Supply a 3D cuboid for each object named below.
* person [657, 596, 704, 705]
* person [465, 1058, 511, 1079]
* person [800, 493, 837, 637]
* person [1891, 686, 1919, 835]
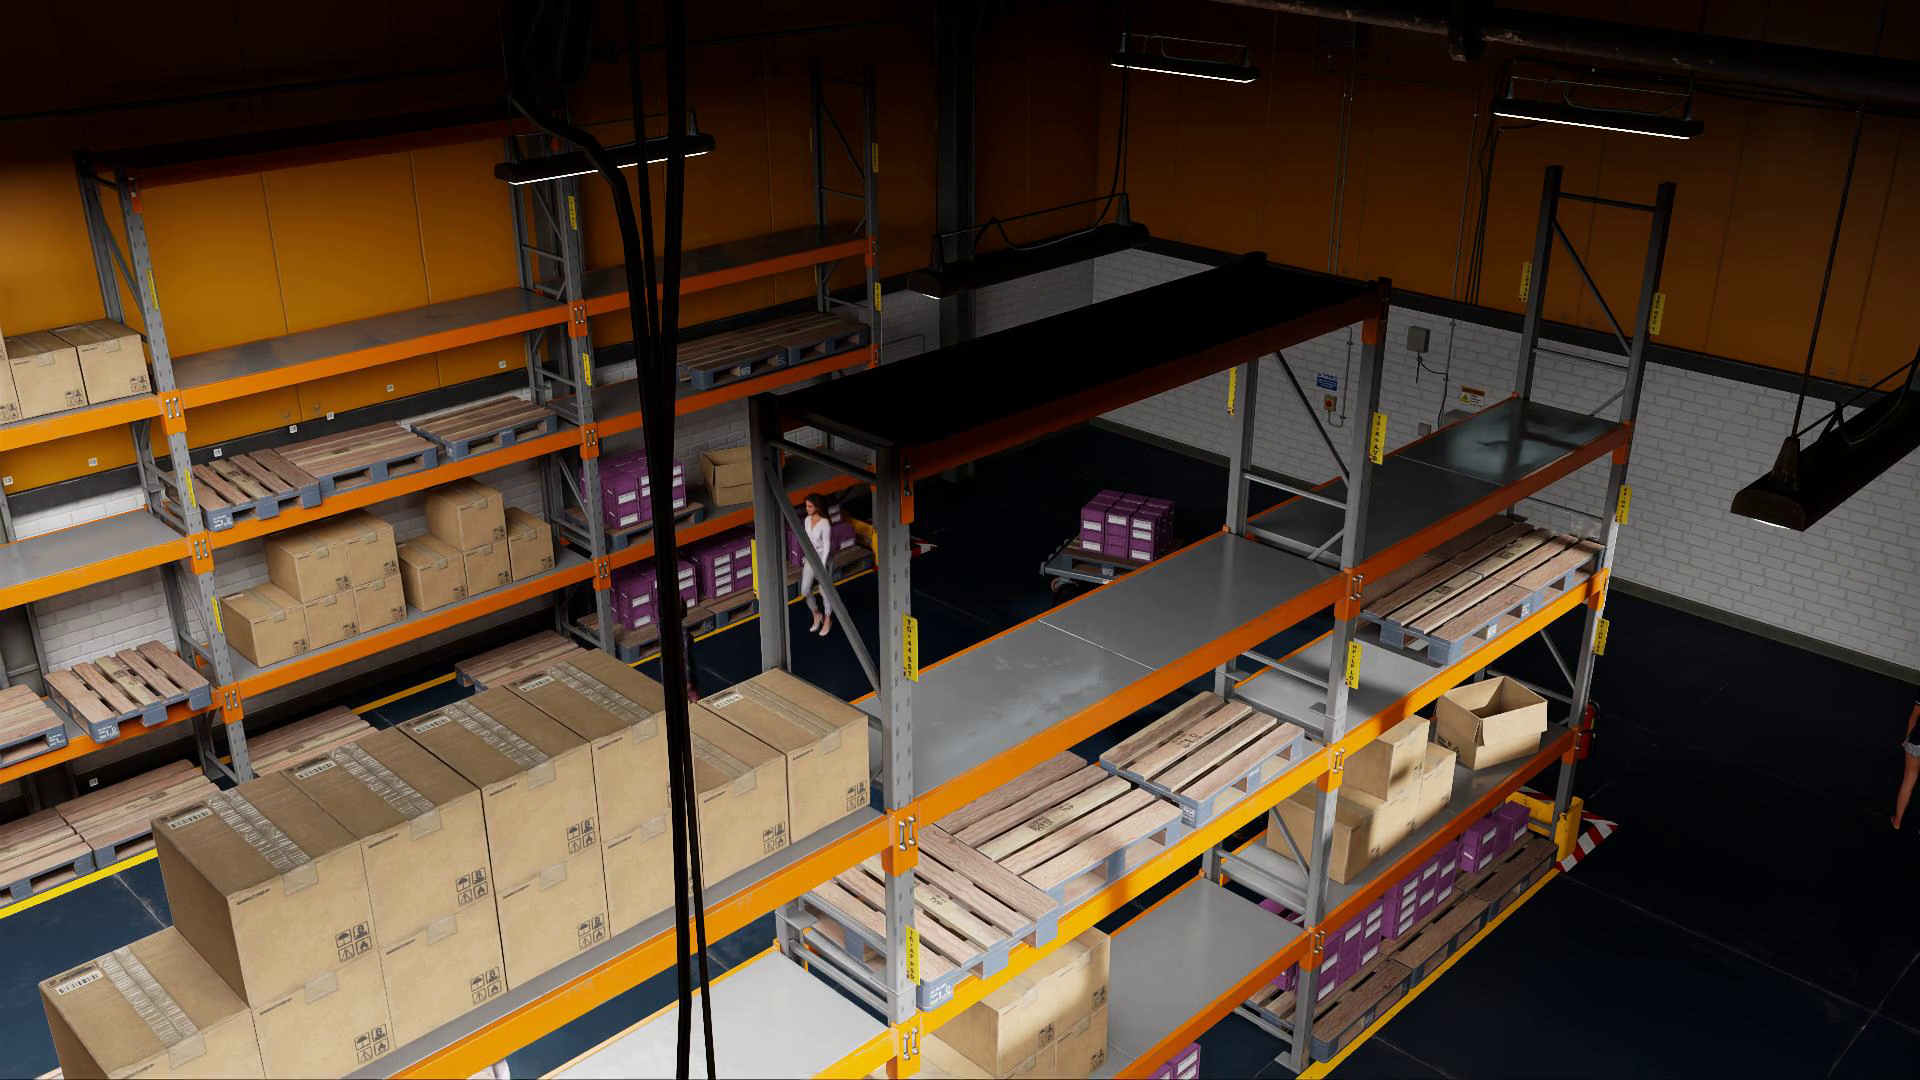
[{"bbox_3d":[-2.815,1.345,16.208,0.729,1.672,0.928,17,29,33],"label":"person"},{"bbox_3d":[-3.169,3.579,10.886,0.753,1.841,0.751,6,24,13],"label":"person"},{"bbox_3d":[-1.499,0.264,18.580,0.607,1.753,0.659,18,29,35],"label":"person"},{"bbox_3d":[8.732,1.836,14.970,0.627,1.764,0.590,14,27,30],"label":"person"}]
